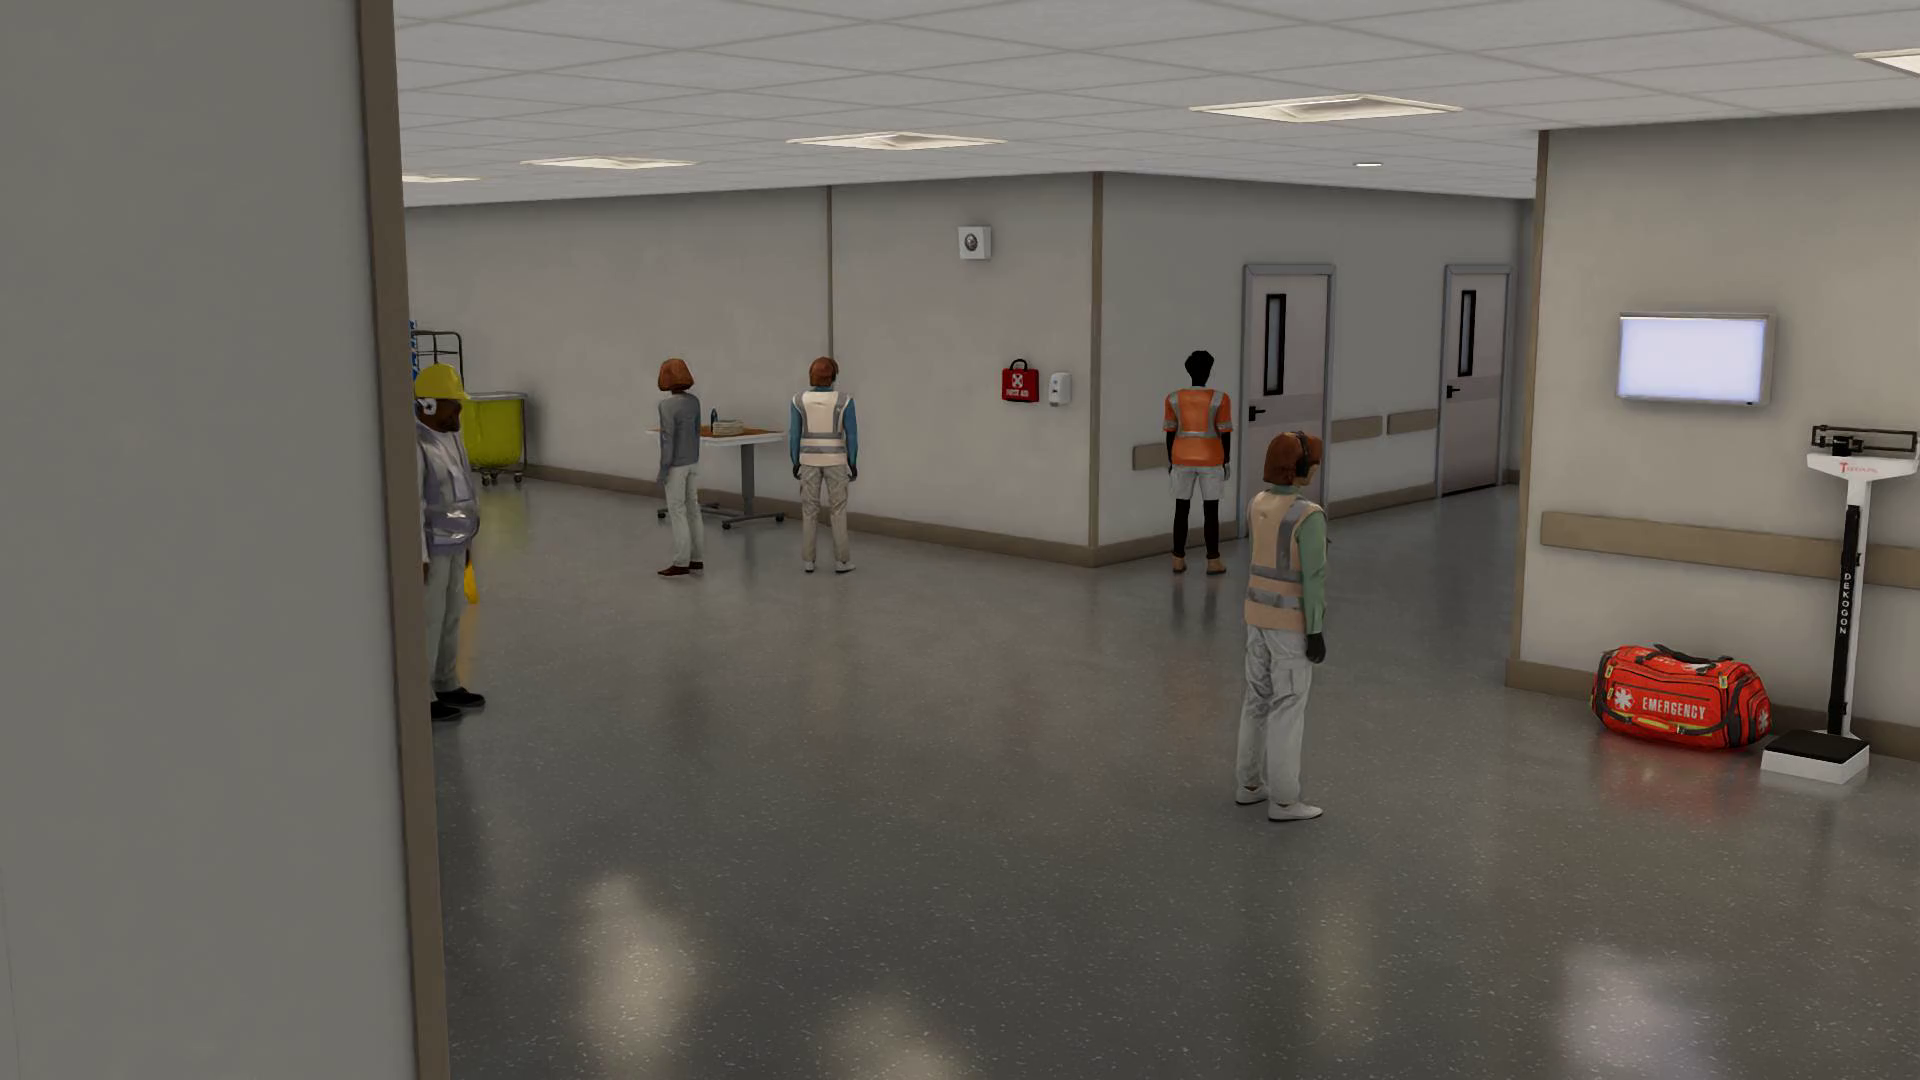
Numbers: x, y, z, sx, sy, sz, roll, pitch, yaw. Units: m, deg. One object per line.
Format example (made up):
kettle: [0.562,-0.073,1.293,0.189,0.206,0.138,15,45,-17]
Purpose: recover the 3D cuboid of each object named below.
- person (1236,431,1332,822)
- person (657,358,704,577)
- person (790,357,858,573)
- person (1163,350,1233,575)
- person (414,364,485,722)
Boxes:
person: [1.354,0.359,6.973,0.315,1.629,0.508,-3,10,-19]
person: [-2.109,-0.541,12.472,0.267,1.632,0.509,4,10,21]
person: [-1.027,-0.562,12.583,0.522,1.638,0.311,1,9,9]
person: [1.792,-0.578,12.513,0.532,1.695,0.319,4,10,22]
person: [-2.665,0.010,8.533,0.403,1.823,0.601,1,9,5]
